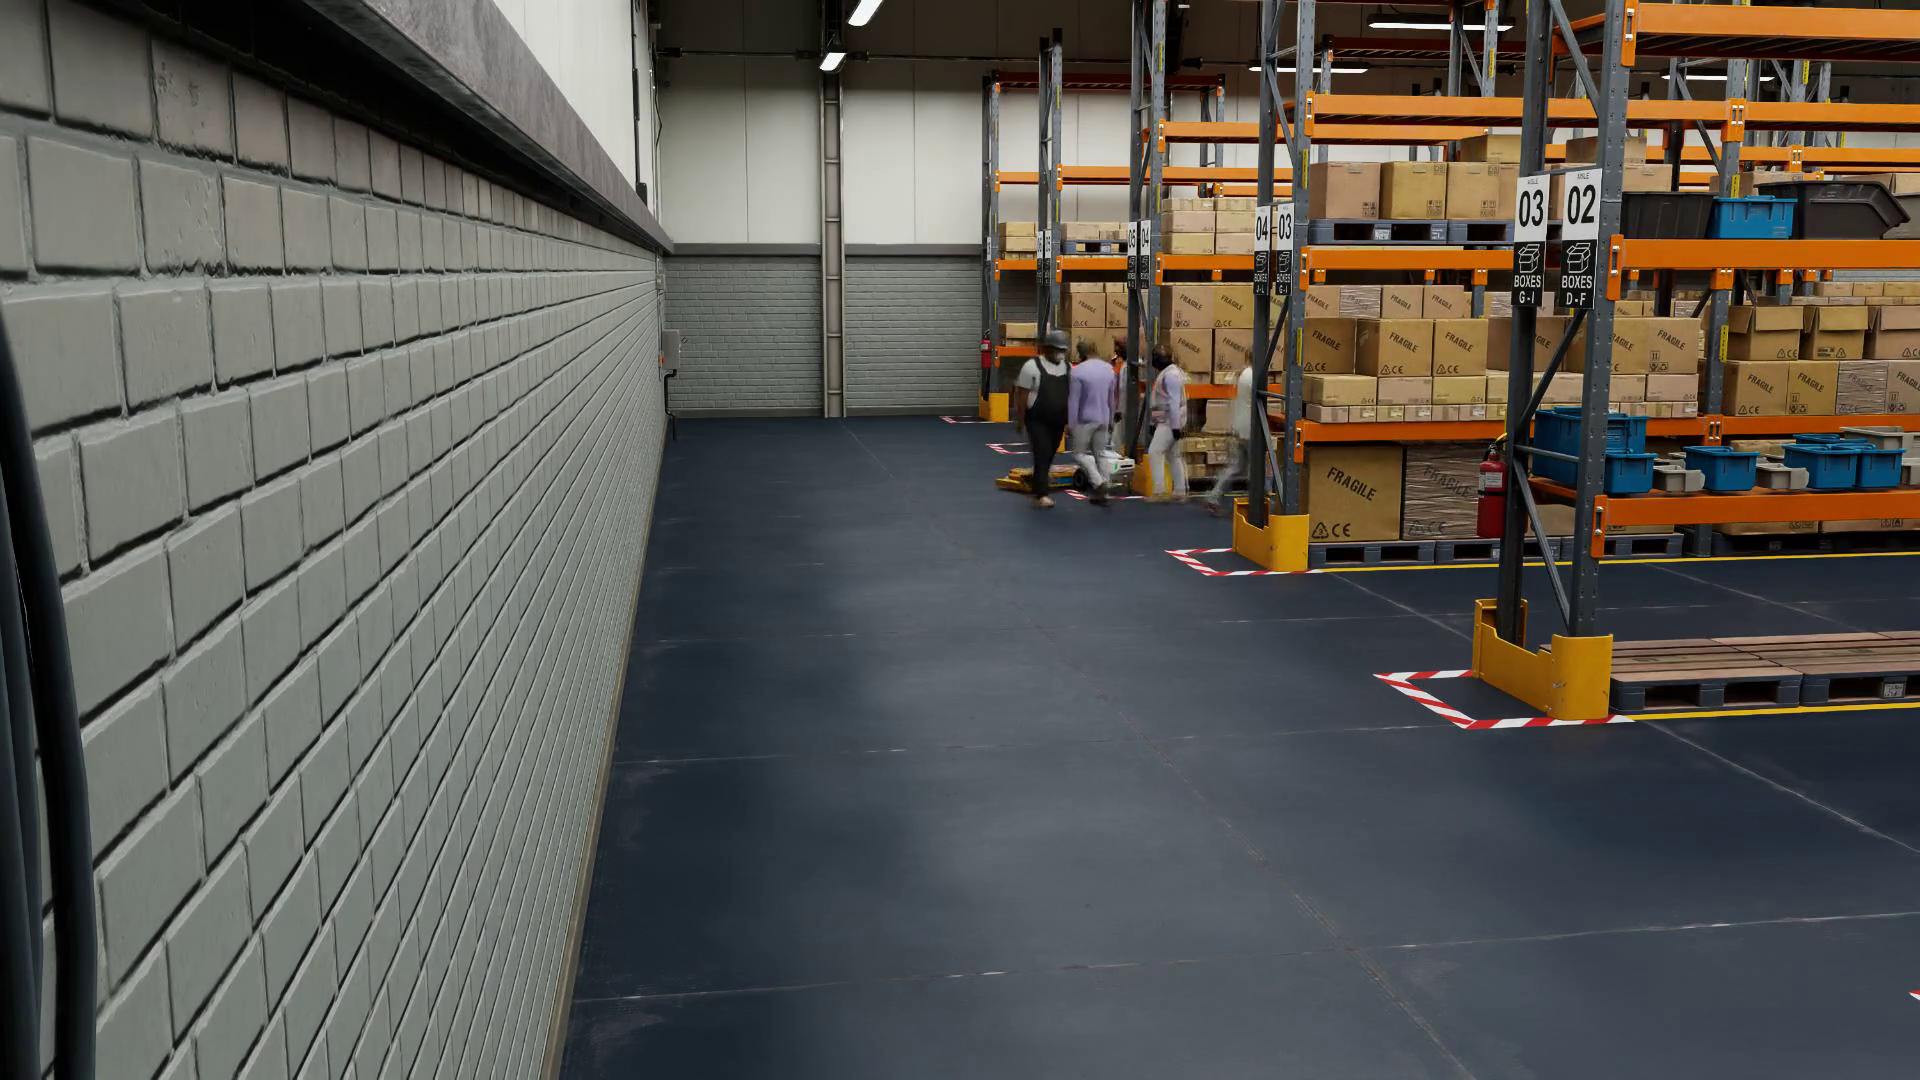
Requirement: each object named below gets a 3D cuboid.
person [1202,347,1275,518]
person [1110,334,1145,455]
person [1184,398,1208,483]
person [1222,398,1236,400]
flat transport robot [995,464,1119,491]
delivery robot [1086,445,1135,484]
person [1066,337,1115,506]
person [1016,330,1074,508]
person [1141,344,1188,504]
[{"bbox_3d":[3.043,-1.152,17.760,0.939,1.885,0.659,1,9,8],"label":"person"},{"bbox_3d":[2.047,-1.638,20.823,0.899,1.842,0.610,-1,9,-5],"label":"person"},{"bbox_3d":[2.874,-1.598,20.574,0.333,1.860,0.510,-5,10,-26],"label":"person"},{"bbox_3d":[4.360,-2.466,26.420,0.435,1.682,0.552,-1,9,-8],"label":"person"},{"bbox_3d":[1.198,-0.779,20.394,1.431,0.197,0.652,-6,11,-34],"label":"flat transport robot"},{"bbox_3d":[1.769,-0.888,19.909,0.477,0.478,0.707,-6,11,-34],"label":"delivery robot"},{"bbox_3d":[1.473,-1.311,18.649,0.731,1.907,0.458,-8,12,-39],"label":"person"},{"bbox_3d":[1.037,-1.370,18.597,0.726,2.000,0.875,-5,11,-29],"label":"person"},{"bbox_3d":[2.292,-1.308,18.917,0.679,1.815,0.652,1,9,3],"label":"person"}]
